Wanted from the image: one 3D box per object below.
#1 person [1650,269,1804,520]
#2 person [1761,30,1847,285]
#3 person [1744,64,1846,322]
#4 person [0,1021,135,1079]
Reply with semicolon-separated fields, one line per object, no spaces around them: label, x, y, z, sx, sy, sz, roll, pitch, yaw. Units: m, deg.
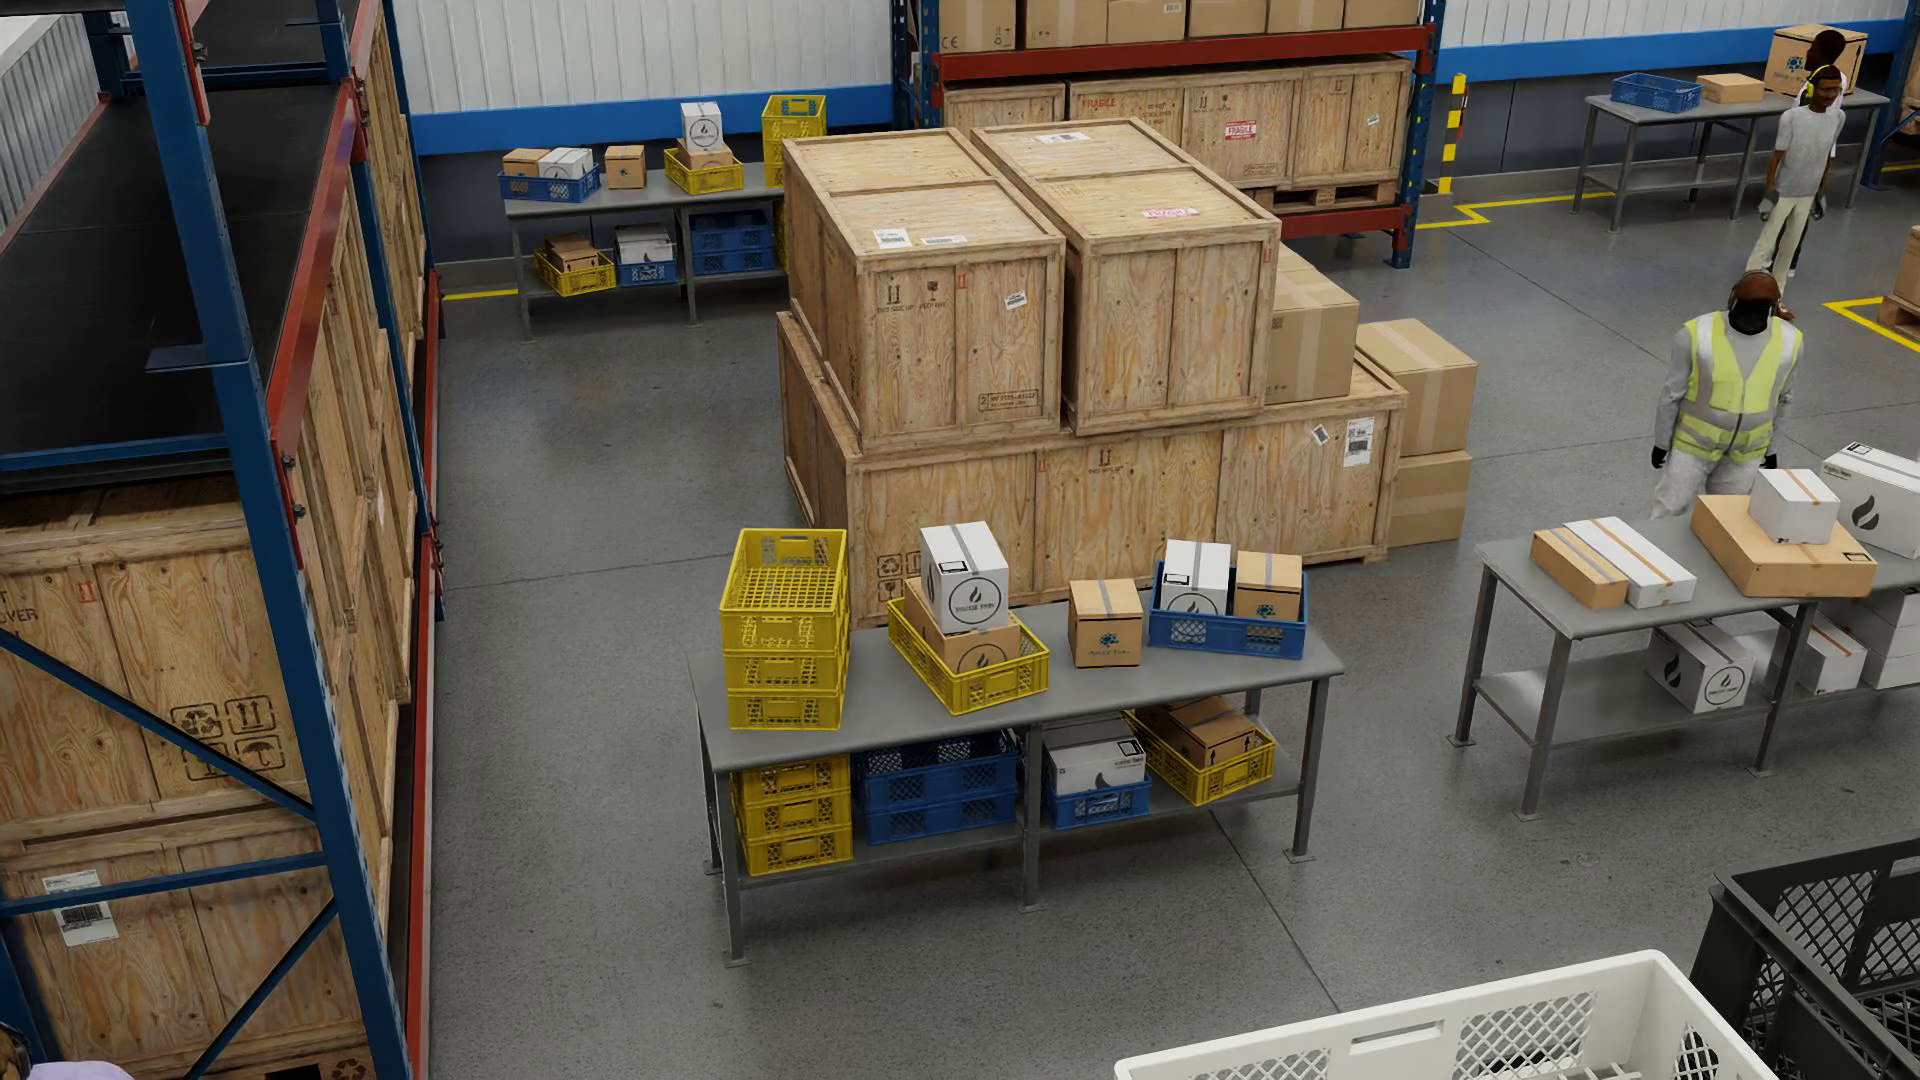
person;3.799;-0.477;8.341;0.632;1.840;0.429;4;29;7
person;6.414;-2.895;12.646;0.391;1.922;0.593;23;36;35
person;5.999;-2.471;11.928;0.514;1.872;0.332;-5;29;-9
person;-2.162;1.863;4.002;0.625;1.933;0.374;-23;36;-35
